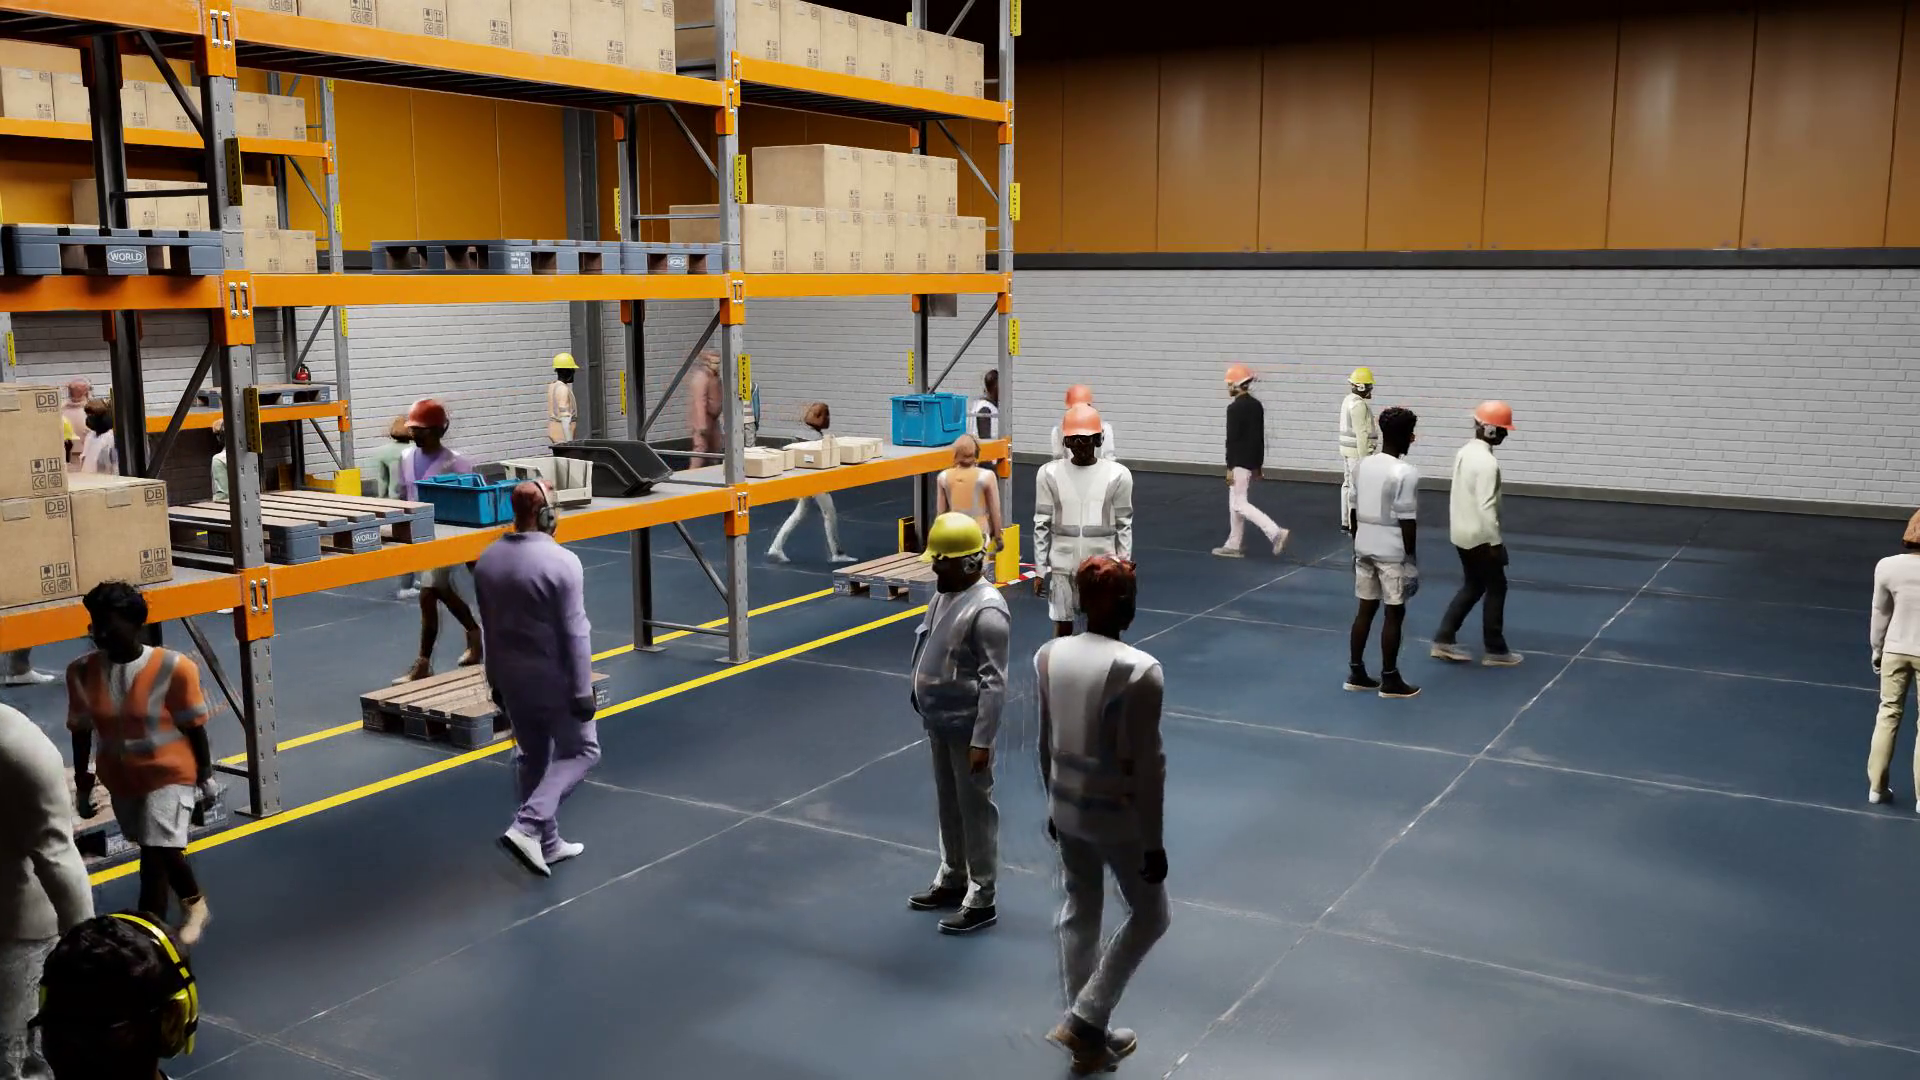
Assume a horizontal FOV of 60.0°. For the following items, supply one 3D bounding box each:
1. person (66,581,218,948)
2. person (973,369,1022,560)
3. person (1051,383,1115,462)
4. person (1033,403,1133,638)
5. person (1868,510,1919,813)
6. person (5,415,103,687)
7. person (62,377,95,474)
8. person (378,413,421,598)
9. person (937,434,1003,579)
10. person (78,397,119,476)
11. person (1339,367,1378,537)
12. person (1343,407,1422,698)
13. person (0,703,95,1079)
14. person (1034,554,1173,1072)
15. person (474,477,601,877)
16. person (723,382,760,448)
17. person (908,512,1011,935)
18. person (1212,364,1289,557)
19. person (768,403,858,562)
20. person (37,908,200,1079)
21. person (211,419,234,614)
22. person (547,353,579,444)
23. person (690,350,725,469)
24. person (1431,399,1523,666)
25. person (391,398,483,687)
[{"bbox_3d":[-3.277,0.950,6.722,0.538,1.647,0.849,1,9,6],"label":"person"},{"bbox_3d":[0.271,-0.734,16.418,0.626,1.906,0.602,2,9,15],"label":"person"},{"bbox_3d":[1.091,-0.440,14.574,0.590,1.907,0.668,1,9,5],"label":"person"},{"bbox_3d":[0.759,0.171,10.347,0.616,2.041,0.378,1,9,9],"label":"person"},{"bbox_3d":[5.072,0.627,8.808,0.282,1.625,0.492,-7,11,-35],"label":"person"},{"bbox_3d":[-6.204,0.060,11.545,0.966,1.875,0.610,-8,12,-39],"label":"person"},{"bbox_3d":[-8.121,-0.568,15.445,0.649,1.885,0.751,1,9,6],"label":"person"},{"bbox_3d":[-4.814,-0.314,14.693,0.518,1.613,0.613,3,10,20],"label":"person"},{"bbox_3d":[0.040,-0.013,12.818,0.512,1.609,0.760,5,10,28],"label":"person"},{"bbox_3d":[-7.087,-0.289,13.895,0.645,1.823,0.459,8,12,39],"label":"person"},{"bbox_3d":[4.316,-0.949,18.004,0.403,1.830,0.590,0,9,-2],"label":"person"},{"bbox_3d":[2.847,0.088,11.184,0.429,1.965,0.651,-4,10,-25],"label":"person"},{"bbox_3d":[-2.801,1.154,4.710,0.696,1.881,0.839,4,10,26],"label":"person"},{"bbox_3d":[0.513,0.975,5.856,0.416,1.871,0.611,-8,12,-41],"label":"person"},{"bbox_3d":[-1.978,0.653,7.786,0.662,1.894,0.516,6,11,33],"label":"person"},{"bbox_3d":[-2.961,-1.583,22.551,0.517,1.641,0.308,-3,10,-20],"label":"person"},{"bbox_3d":[-0.008,0.781,7.219,0.403,1.826,0.586,-4,10,-24],"label":"person"},{"bbox_3d":[2.879,-0.758,16.412,0.803,1.963,0.625,7,11,36],"label":"person"},{"bbox_3d":[-1.473,-0.547,16.280,0.861,1.600,0.516,-3,10,-17],"label":"person"},{"bbox_3d":[-1.292,1.487,2.656,0.516,1.876,0.327,2,9,9],"label":"person"},{"bbox_3d":[-6.060,-0.198,13.904,0.307,1.639,0.525,1,9,8],"label":"person"},{"bbox_3d":[-4.562,-1.192,19.207,0.371,1.929,0.585,-4,10,-24],"label":"person"},{"bbox_3d":[-3.299,-1.538,21.616,0.580,1.855,0.677,2,9,13],"label":"person"},{"bbox_3d":[3.776,-0.037,11.927,0.672,1.948,0.688,0,9,-2],"label":"person"},{"bbox_3d":[-3.650,-0.014,11.681,0.623,2.000,1.048,5,11,30],"label":"person"}]
